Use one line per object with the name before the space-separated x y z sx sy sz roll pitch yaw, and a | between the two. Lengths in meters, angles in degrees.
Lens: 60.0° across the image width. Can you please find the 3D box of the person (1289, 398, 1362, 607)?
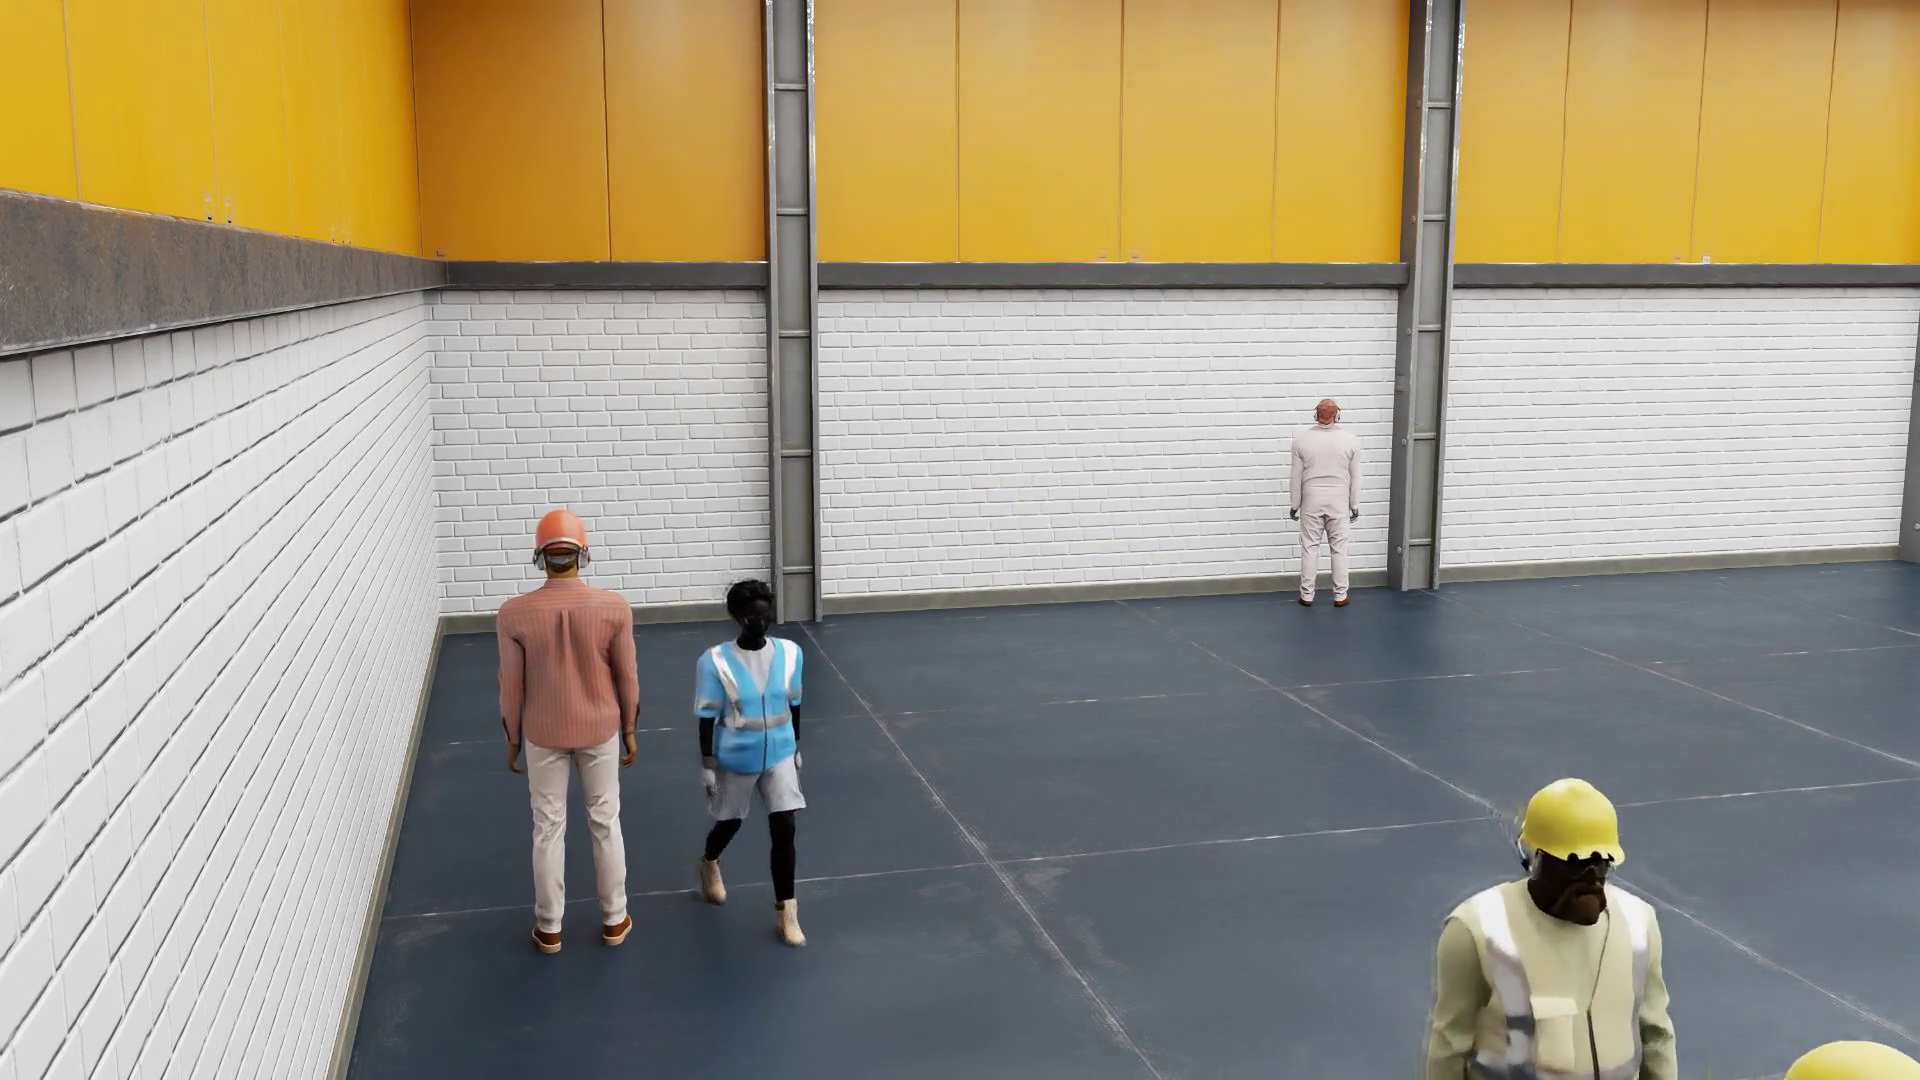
person | 3.320 -0.336 15.133 0.638 1.910 0.407 2 9 12

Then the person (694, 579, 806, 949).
person | -0.993 0.979 7.694 0.539 1.671 0.798 -5 10 -28

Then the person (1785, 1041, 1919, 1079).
person | 1.291 1.665 2.626 0.603 1.912 0.493 -4 10 -25

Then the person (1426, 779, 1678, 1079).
person | 1.532 1.478 4.189 0.616 1.781 0.914 -2 9 -12

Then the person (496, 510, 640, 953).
person | -1.740 0.854 7.444 0.609 1.991 0.384 -2 9 -15
